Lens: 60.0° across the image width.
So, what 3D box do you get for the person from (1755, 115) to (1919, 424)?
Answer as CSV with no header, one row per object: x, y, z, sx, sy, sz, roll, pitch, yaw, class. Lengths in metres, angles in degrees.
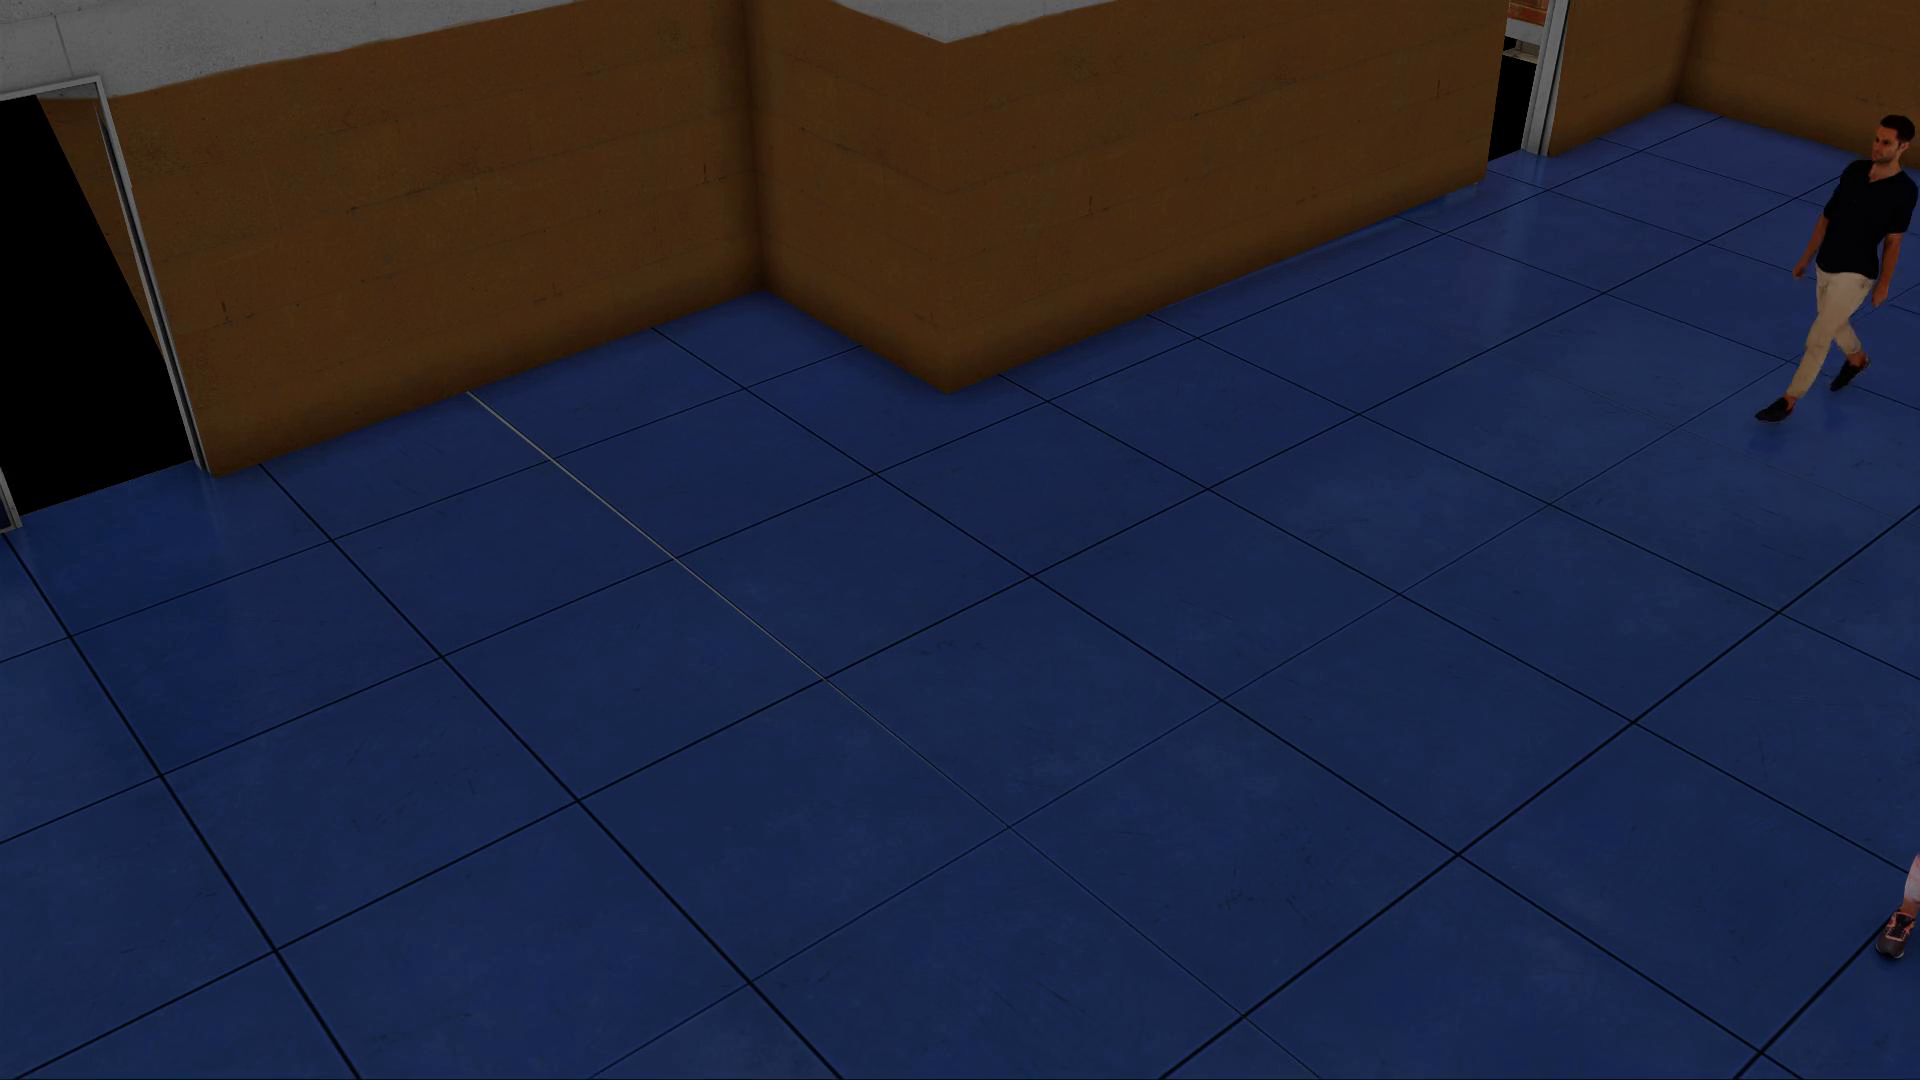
5.187,-1.568,9.622,0.958,1.823,1.210,-12,36,-18,person
